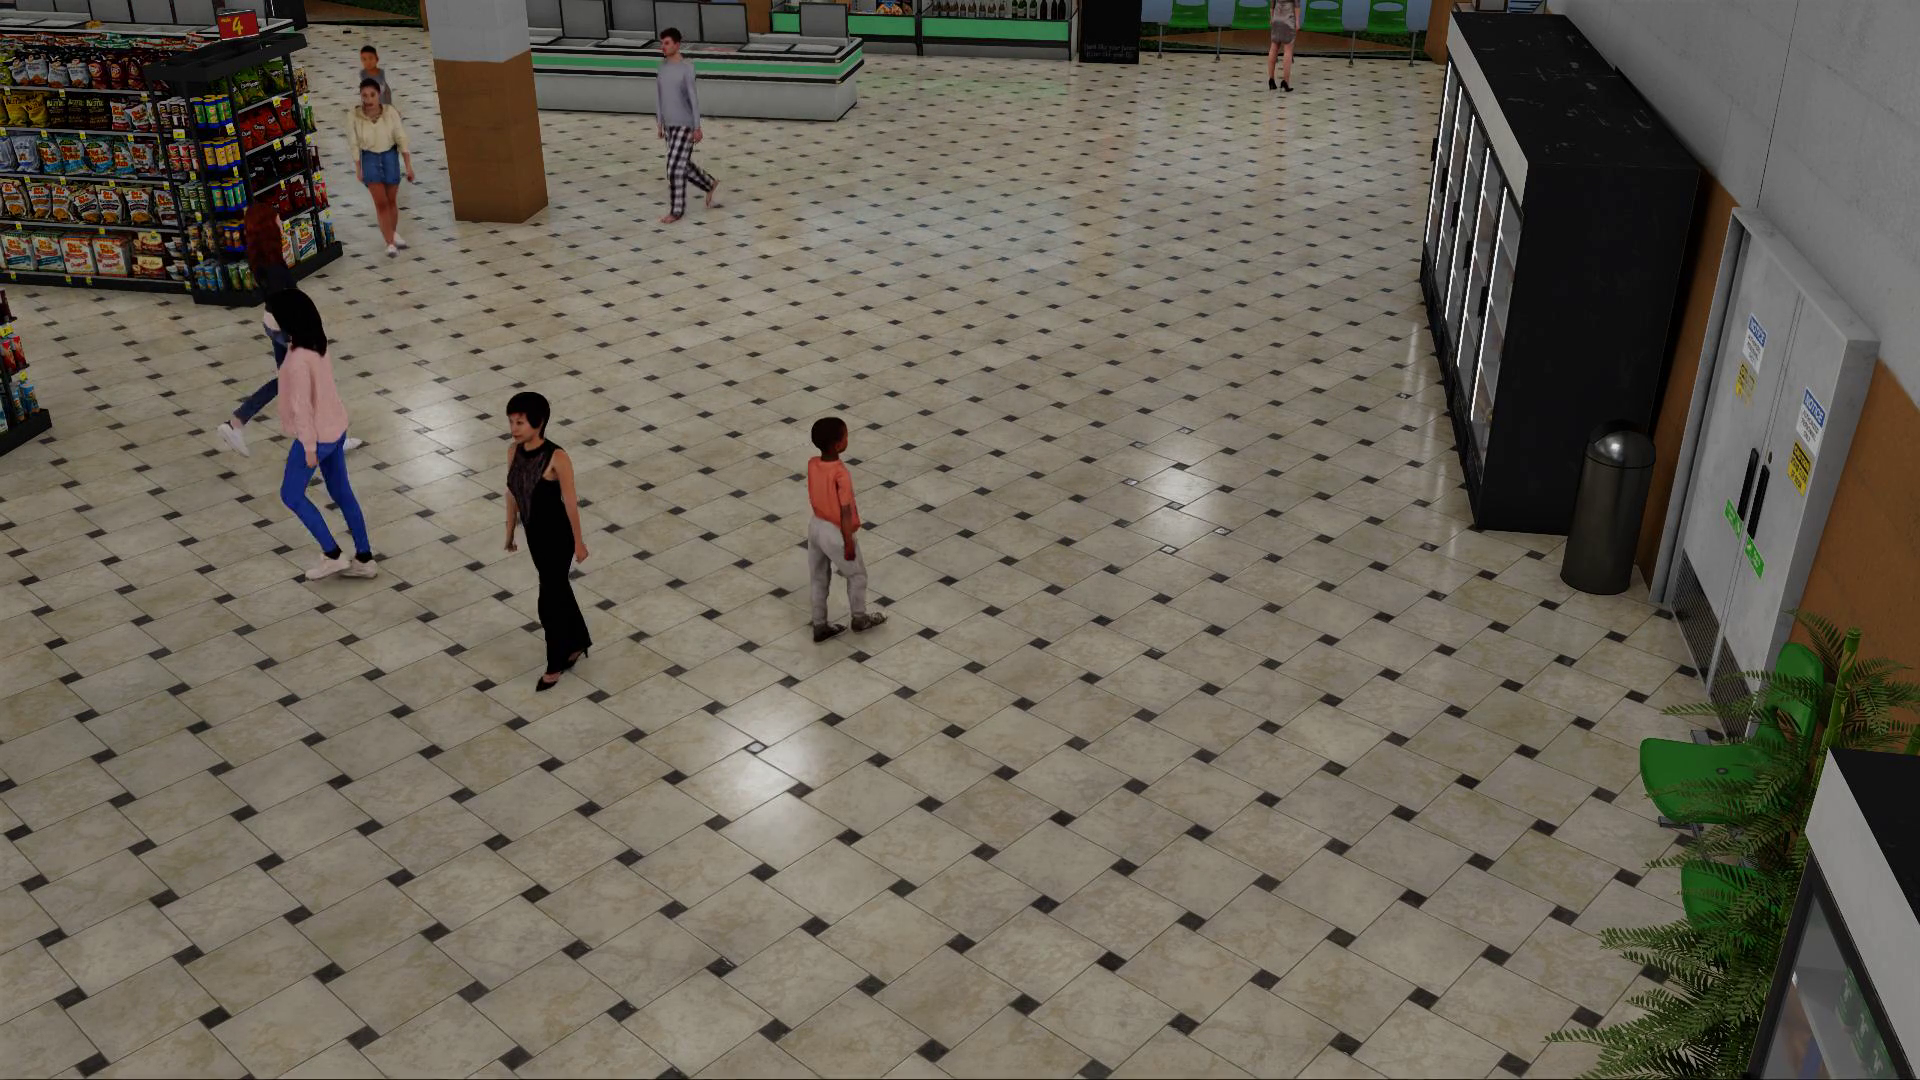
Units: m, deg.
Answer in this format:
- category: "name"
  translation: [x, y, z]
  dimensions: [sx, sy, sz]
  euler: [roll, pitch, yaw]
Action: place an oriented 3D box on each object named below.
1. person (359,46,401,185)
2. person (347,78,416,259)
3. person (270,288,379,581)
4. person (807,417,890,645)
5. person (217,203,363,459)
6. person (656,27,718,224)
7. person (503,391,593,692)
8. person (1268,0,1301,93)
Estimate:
- category: "person"
  translation: [-6.186, -4.577, 17.668]
  dimensions: [0.809, 1.442, 0.835]
  euler: [-8, 28, -15]
- category: "person"
  translation: [-5.298, -3.410, 15.214]
  dimensions: [1.124, 1.579, 1.083]
  euler: [-13, 29, -23]
- category: "person"
  translation: [-3.534, -0.561, 9.407]
  dimensions: [0.694, 1.751, 0.708]
  euler: [1, 27, 2]
- category: "person"
  translation: [-0.726, -0.022, 8.845]
  dimensions: [0.751, 1.299, 0.713]
  euler: [-24, 35, -39]
- category: "person"
  translation: [-4.484, -1.295, 10.845]
  dimensions: [1.137, 1.759, 1.043]
  euler: [-15, 31, -27]
- category: "person"
  translation: [-2.673, -4.051, 16.213]
  dimensions: [1.125, 1.820, 1.030]
  euler: [20, 33, 33]
- category: "person"
  translation: [-2.046, -0.030, 8.544]
  dimensions: [0.752, 1.585, 0.810]
  euler: [19, 32, 33]
- category: "person"
  translation: [4.196, -6.702, 21.521]
  dimensions: [0.621, 1.747, 0.726]
  euler: [23, 35, 37]
